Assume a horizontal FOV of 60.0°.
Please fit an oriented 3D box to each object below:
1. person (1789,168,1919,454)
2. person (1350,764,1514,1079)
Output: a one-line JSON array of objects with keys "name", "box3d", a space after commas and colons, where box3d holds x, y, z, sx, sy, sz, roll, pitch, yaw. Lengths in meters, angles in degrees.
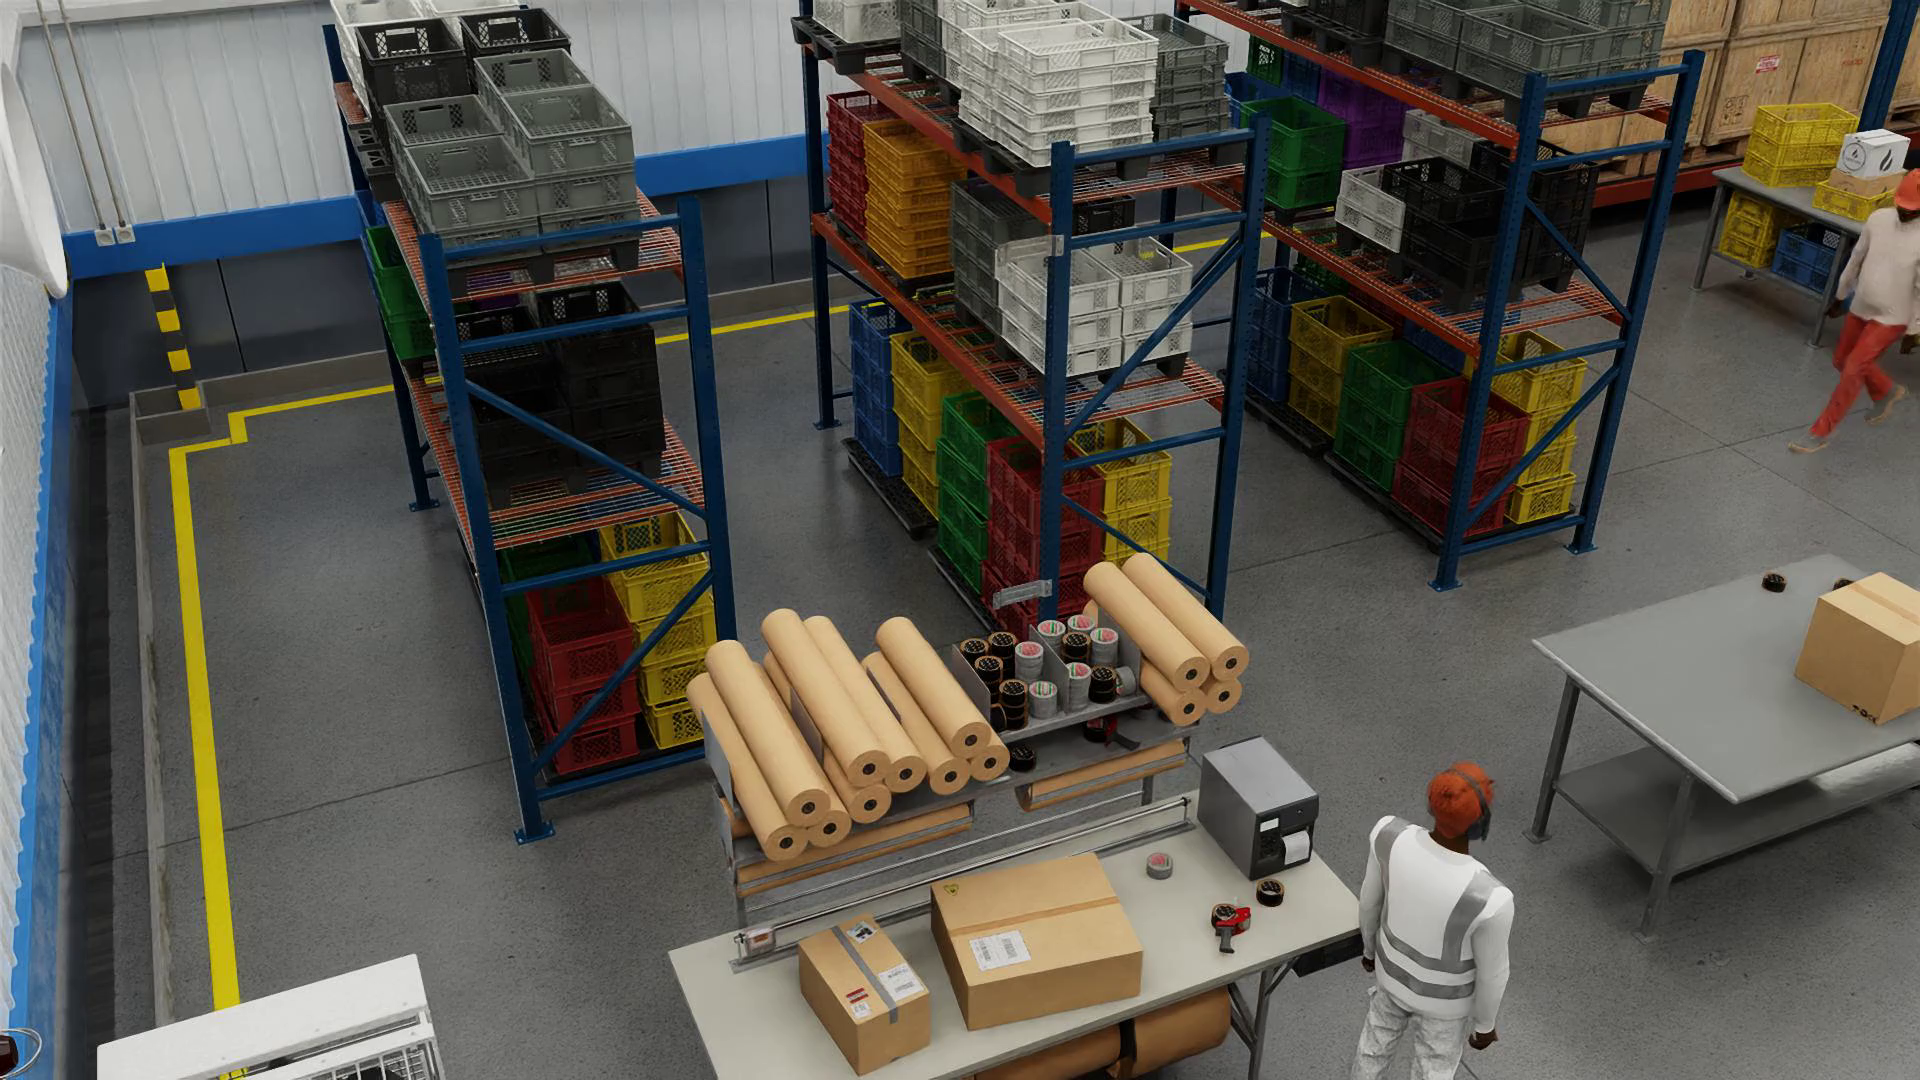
[{"name": "person", "box3d": [5.994, -1.508, 10.817, 0.799, 1.958, 0.656, -10, 33, -16]}, {"name": "person", "box3d": [1.656, 1.562, 5.897, 0.356, 1.882, 0.574, -25, 39, -34]}]
